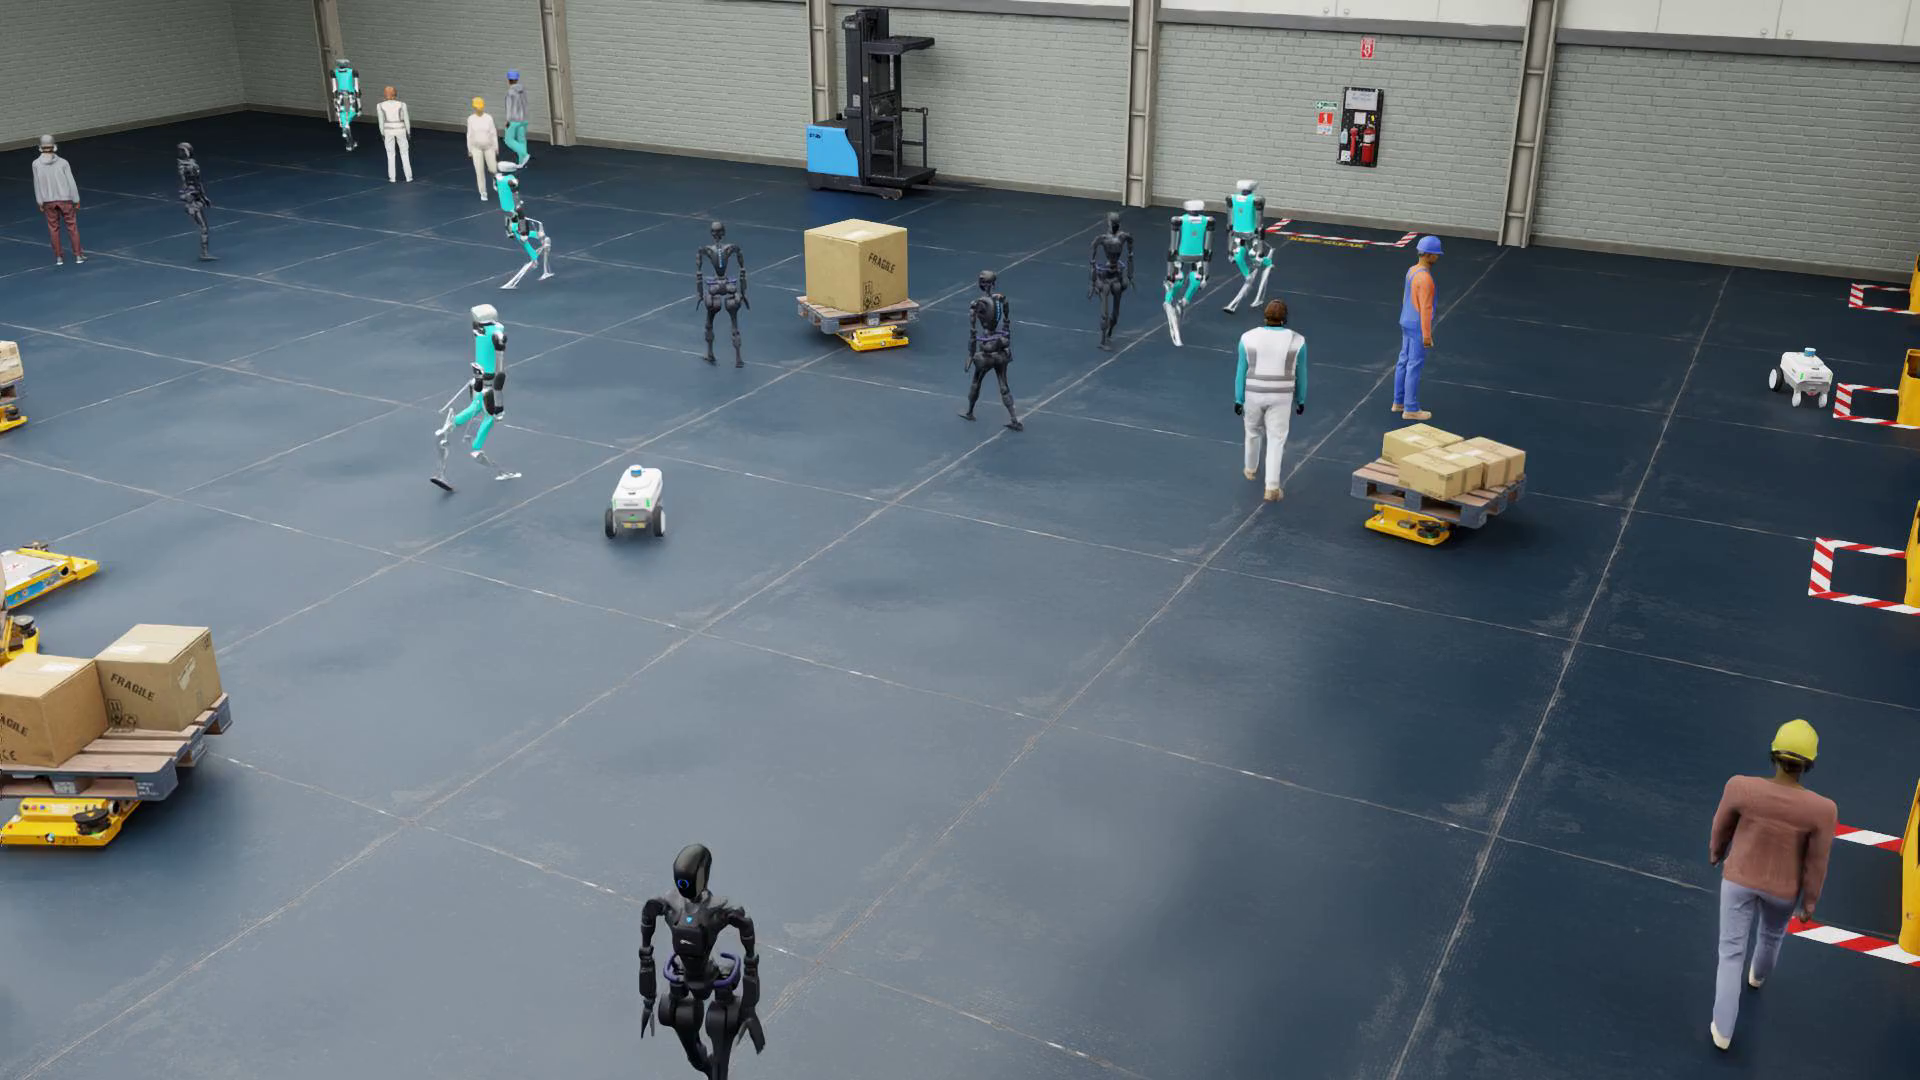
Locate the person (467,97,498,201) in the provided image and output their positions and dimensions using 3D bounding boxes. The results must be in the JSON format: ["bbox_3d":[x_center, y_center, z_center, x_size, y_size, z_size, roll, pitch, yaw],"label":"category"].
[{"bbox_3d":[-7.879,-6.486,27.480,0.484,1.683,0.582,-5,24,-12],"label":"person"}]

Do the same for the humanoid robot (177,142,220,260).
[{"bbox_3d":[-10.796,-4.813,23.588,0.408,1.651,0.609,-1,23,-3],"label":"humanoid robot"}]

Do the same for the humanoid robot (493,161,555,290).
[{"bbox_3d":[-5.708,-4.160,22.036,1.041,1.754,0.547,-19,30,-37],"label":"humanoid robot"}]

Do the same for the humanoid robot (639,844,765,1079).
[{"bbox_3d":[-1.170,2.083,7.584,0.599,1.630,0.768,4,23,8],"label":"humanoid robot"}]

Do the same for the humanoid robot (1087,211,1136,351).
[{"bbox_3d":[1.779,-3.077,19.582,0.609,1.636,0.531,-9,25,-19],"label":"humanoid robot"}]

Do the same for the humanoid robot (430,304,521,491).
[{"bbox_3d":[-4.563,-1.232,15.242,1.023,1.780,0.569,-17,29,-34],"label":"humanoid robot"}]

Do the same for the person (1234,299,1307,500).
[{"bbox_3d":[2.848,-1.300,15.270,0.651,1.797,0.872,4,24,10],"label":"person"}]

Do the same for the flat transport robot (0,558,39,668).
[{"bbox_3d":[-7.526,0.897,12.074,1.431,0.231,0.659,-10,25,-22],"label":"flat transport robot"}]

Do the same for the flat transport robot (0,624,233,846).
[{"bbox_3d":[-5.461,1.496,10.681,0.659,0.231,1.431,1,23,2],"label":"flat transport robot"}]

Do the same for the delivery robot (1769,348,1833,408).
[{"bbox_3d":[9.112,-1.774,17.954,0.499,0.614,0.791,4,23,8],"label":"delivery robot"}]

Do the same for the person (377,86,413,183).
[{"bbox_3d":[-9.754,-7.010,28.753,0.512,1.631,0.311,-5,24,-12],"label":"person"}]

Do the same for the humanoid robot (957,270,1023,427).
[{"bbox_3d":[0.310,-1.953,16.982,0.610,1.622,0.787,-20,31,-39],"label":"humanoid robot"}]

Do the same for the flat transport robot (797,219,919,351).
[{"bbox_3d":[-1.230,-2.595,20.204,0.659,0.231,1.431,-11,25,-23],"label":"flat transport robot"}]

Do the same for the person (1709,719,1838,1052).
[{"bbox_3d":[4.055,1.679,8.412,0.529,1.720,0.886,10,25,21],"label":"person"}]

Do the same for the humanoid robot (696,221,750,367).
[{"bbox_3d":[-2.704,-2.796,18.893,0.609,1.642,0.450,-6,24,-13],"label":"humanoid robot"}]

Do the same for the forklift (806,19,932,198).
[{"bbox_3d":[-1.573,-7.292,27.850,1.873,2.768,1.129,12,26,25],"label":"forklift"}]

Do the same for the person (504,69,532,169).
[{"bbox_3d":[-7.920,-7.503,29.735,0.435,1.762,0.568,9,25,20],"label":"person"}]

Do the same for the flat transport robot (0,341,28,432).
[{"bbox_3d":[-10.418,-1.253,17.079,1.431,0.231,0.659,7,24,15],"label":"flat transport robot"}]

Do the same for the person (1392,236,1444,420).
[{"bbox_3d":[4.743,-2.200,17.214,0.369,1.904,0.522,-3,23,-7],"label":"person"}]

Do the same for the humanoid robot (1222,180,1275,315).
[{"bbox_3d":[3.653,-3.656,20.817,0.558,1.735,1.030,19,30,37],"label":"humanoid robot"}]

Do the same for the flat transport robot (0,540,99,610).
[{"bbox_3d":[-7.692,0.393,13.247,0.659,0.231,1.431,8,25,19],"label":"flat transport robot"}]

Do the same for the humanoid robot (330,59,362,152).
[{"bbox_3d":[-11.488,-8.059,31.062,0.537,1.720,1.016,0,23,0],"label":"humanoid robot"}]

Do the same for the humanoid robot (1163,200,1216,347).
[{"bbox_3d":[2.643,-3.131,19.723,0.550,1.896,0.766,-4,24,-9],"label":"humanoid robot"}]

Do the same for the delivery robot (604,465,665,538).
[{"bbox_3d":[-2.832,-0.338,14.612,0.499,0.614,0.791,0,23,-1],"label":"delivery robot"}]

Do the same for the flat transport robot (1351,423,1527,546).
[{"bbox_3d":[4.269,-0.307,14.877,0.659,0.231,1.431,19,29,37],"label":"flat transport robot"}]

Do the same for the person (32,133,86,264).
[{"bbox_3d":[-12.671,-4.787,23.364,0.548,1.806,0.380,-8,25,-19],"label":"person"}]
